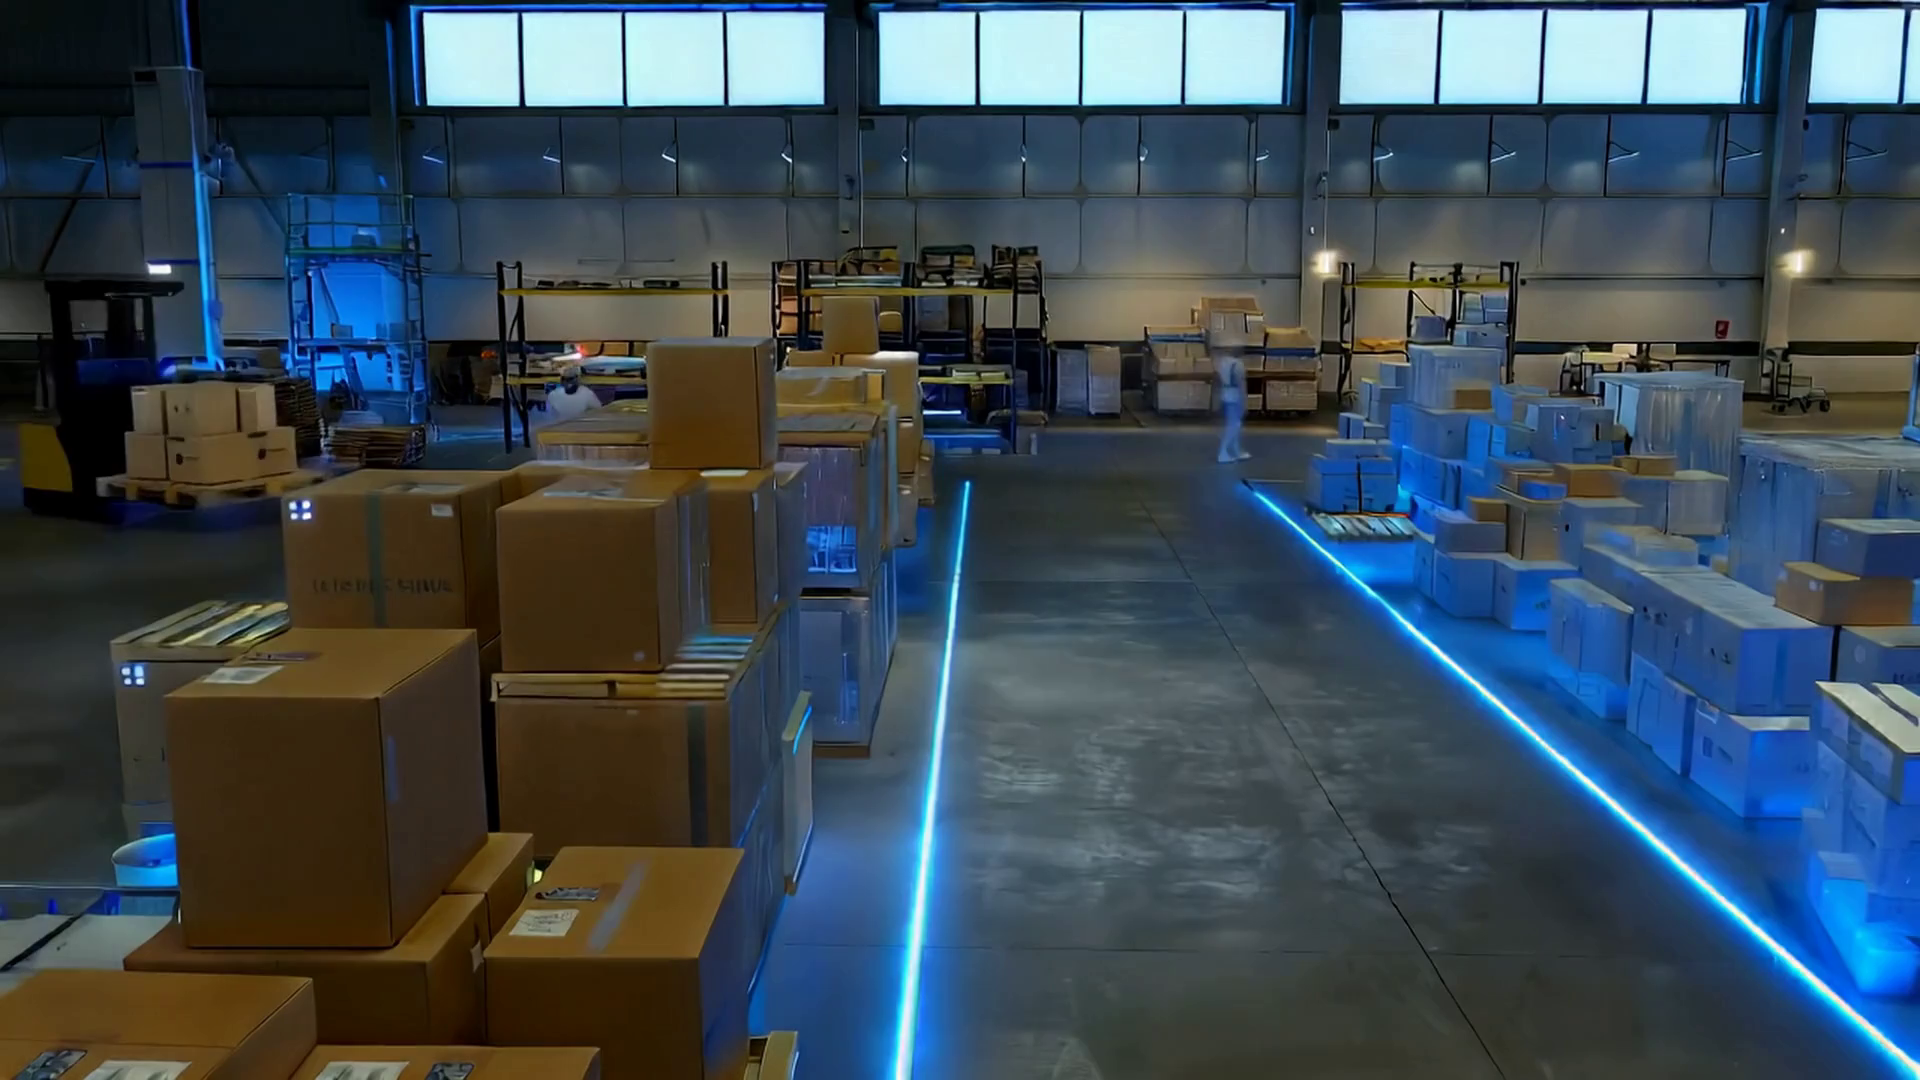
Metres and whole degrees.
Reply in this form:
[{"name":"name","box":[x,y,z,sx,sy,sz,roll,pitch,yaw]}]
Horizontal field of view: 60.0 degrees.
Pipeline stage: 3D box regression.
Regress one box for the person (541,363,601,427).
[{"name":"person","box":[-4.363,-1.007,18.578,0.654,1.911,0.792,2,10,9]}]

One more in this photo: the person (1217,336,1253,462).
[{"name":"person","box":[4.272,-2.144,25.368,0.798,1.905,0.562,-3,10,-20]}]

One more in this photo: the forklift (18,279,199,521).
[{"name":"forklift","box":[-10.354,-1.729,19.991,1.873,2.768,1.129,5,11,29]}]

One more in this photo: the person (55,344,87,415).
[{"name":"person","box":[-12.177,-1.766,23.119,0.639,1.914,0.819,-4,10,-21]}]
